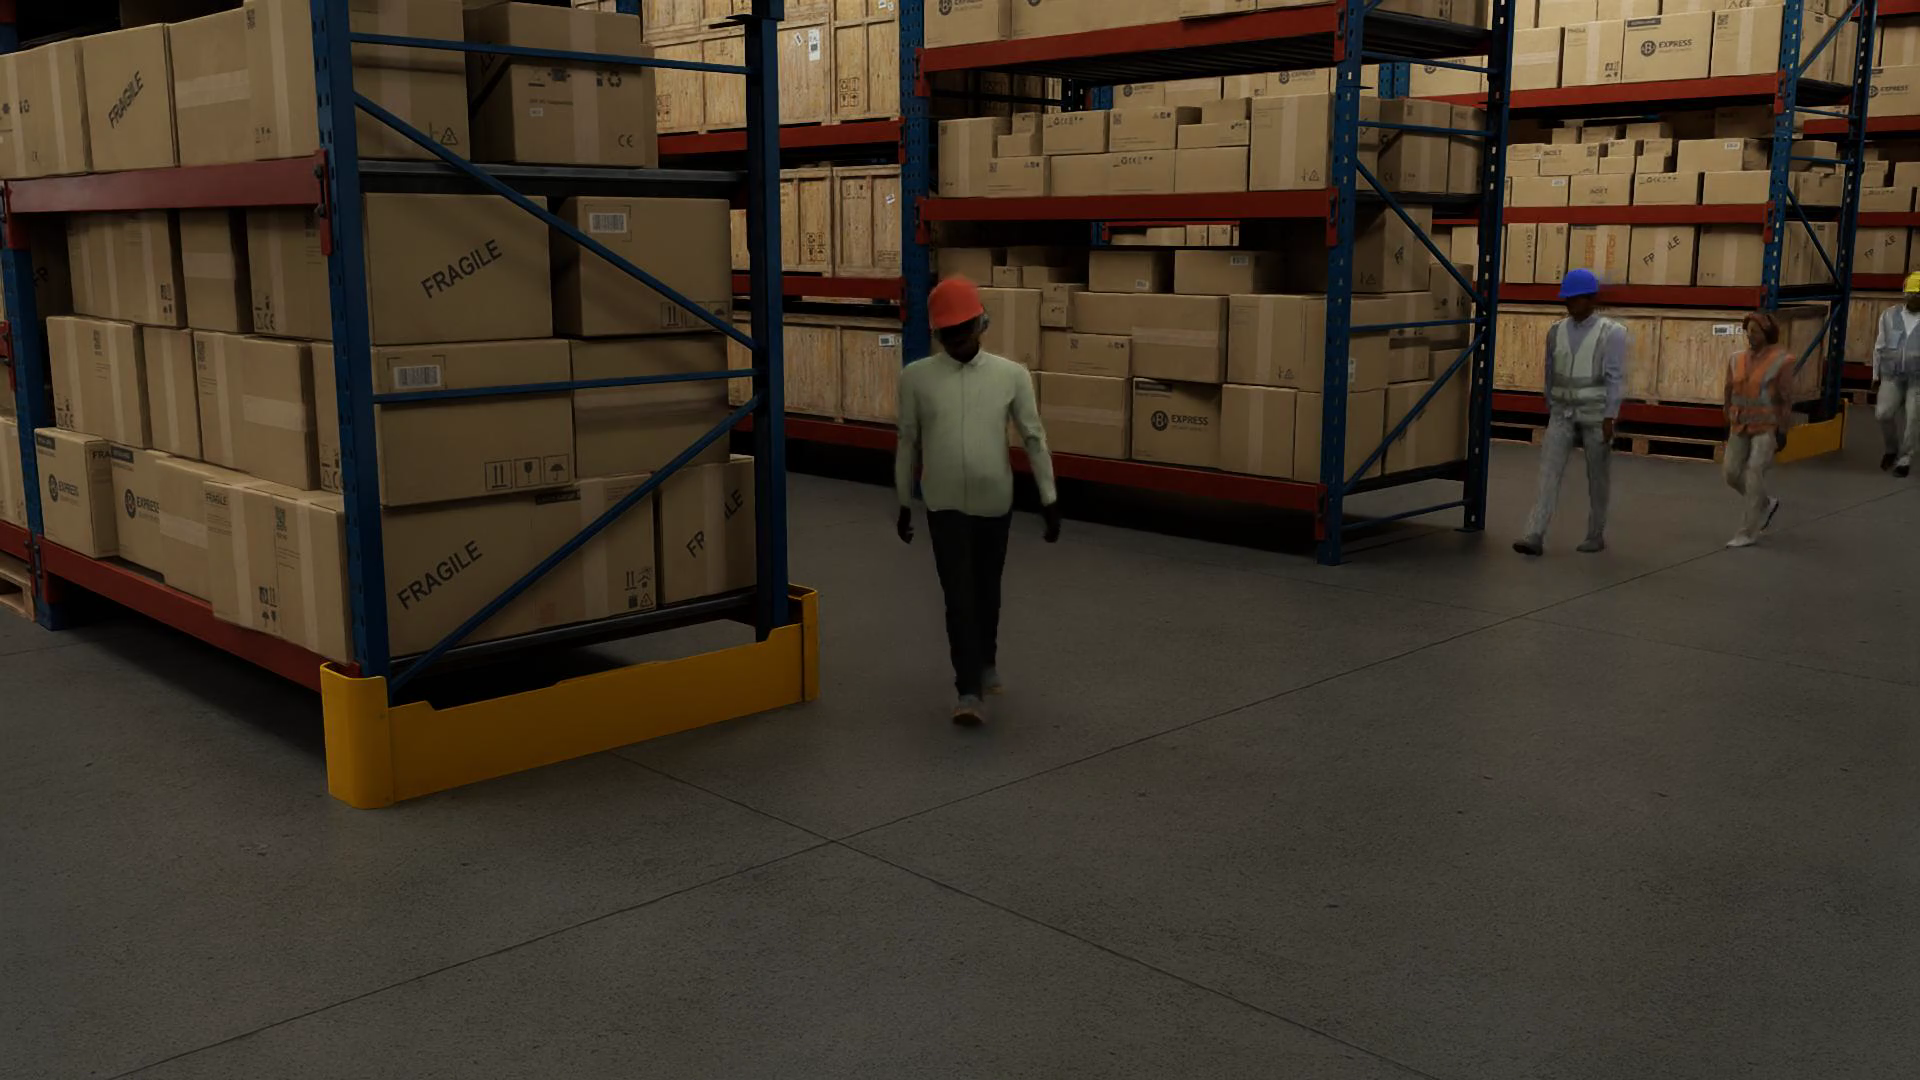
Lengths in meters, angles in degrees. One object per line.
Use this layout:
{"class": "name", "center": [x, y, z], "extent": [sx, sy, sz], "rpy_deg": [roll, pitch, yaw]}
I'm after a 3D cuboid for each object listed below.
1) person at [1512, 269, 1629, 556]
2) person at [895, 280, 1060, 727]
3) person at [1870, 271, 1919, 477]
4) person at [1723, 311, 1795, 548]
{"class": "person", "center": [4.057, -0.822, 10.980], "extent": [0.952, 1.896, 0.623], "rpy_deg": [-9, 14, -42]}
{"class": "person", "center": [0.072, -0.172, 7.390], "extent": [0.702, 1.935, 1.022], "rpy_deg": [-1, 10, -4]}
{"class": "person", "center": [8.367, -1.451, 14.668], "extent": [0.619, 1.811, 0.434], "rpy_deg": [9, 14, 42]}
{"class": "person", "center": [5.511, -0.760, 11.441], "extent": [0.527, 1.624, 0.519], "rpy_deg": [-5, 12, -27]}
